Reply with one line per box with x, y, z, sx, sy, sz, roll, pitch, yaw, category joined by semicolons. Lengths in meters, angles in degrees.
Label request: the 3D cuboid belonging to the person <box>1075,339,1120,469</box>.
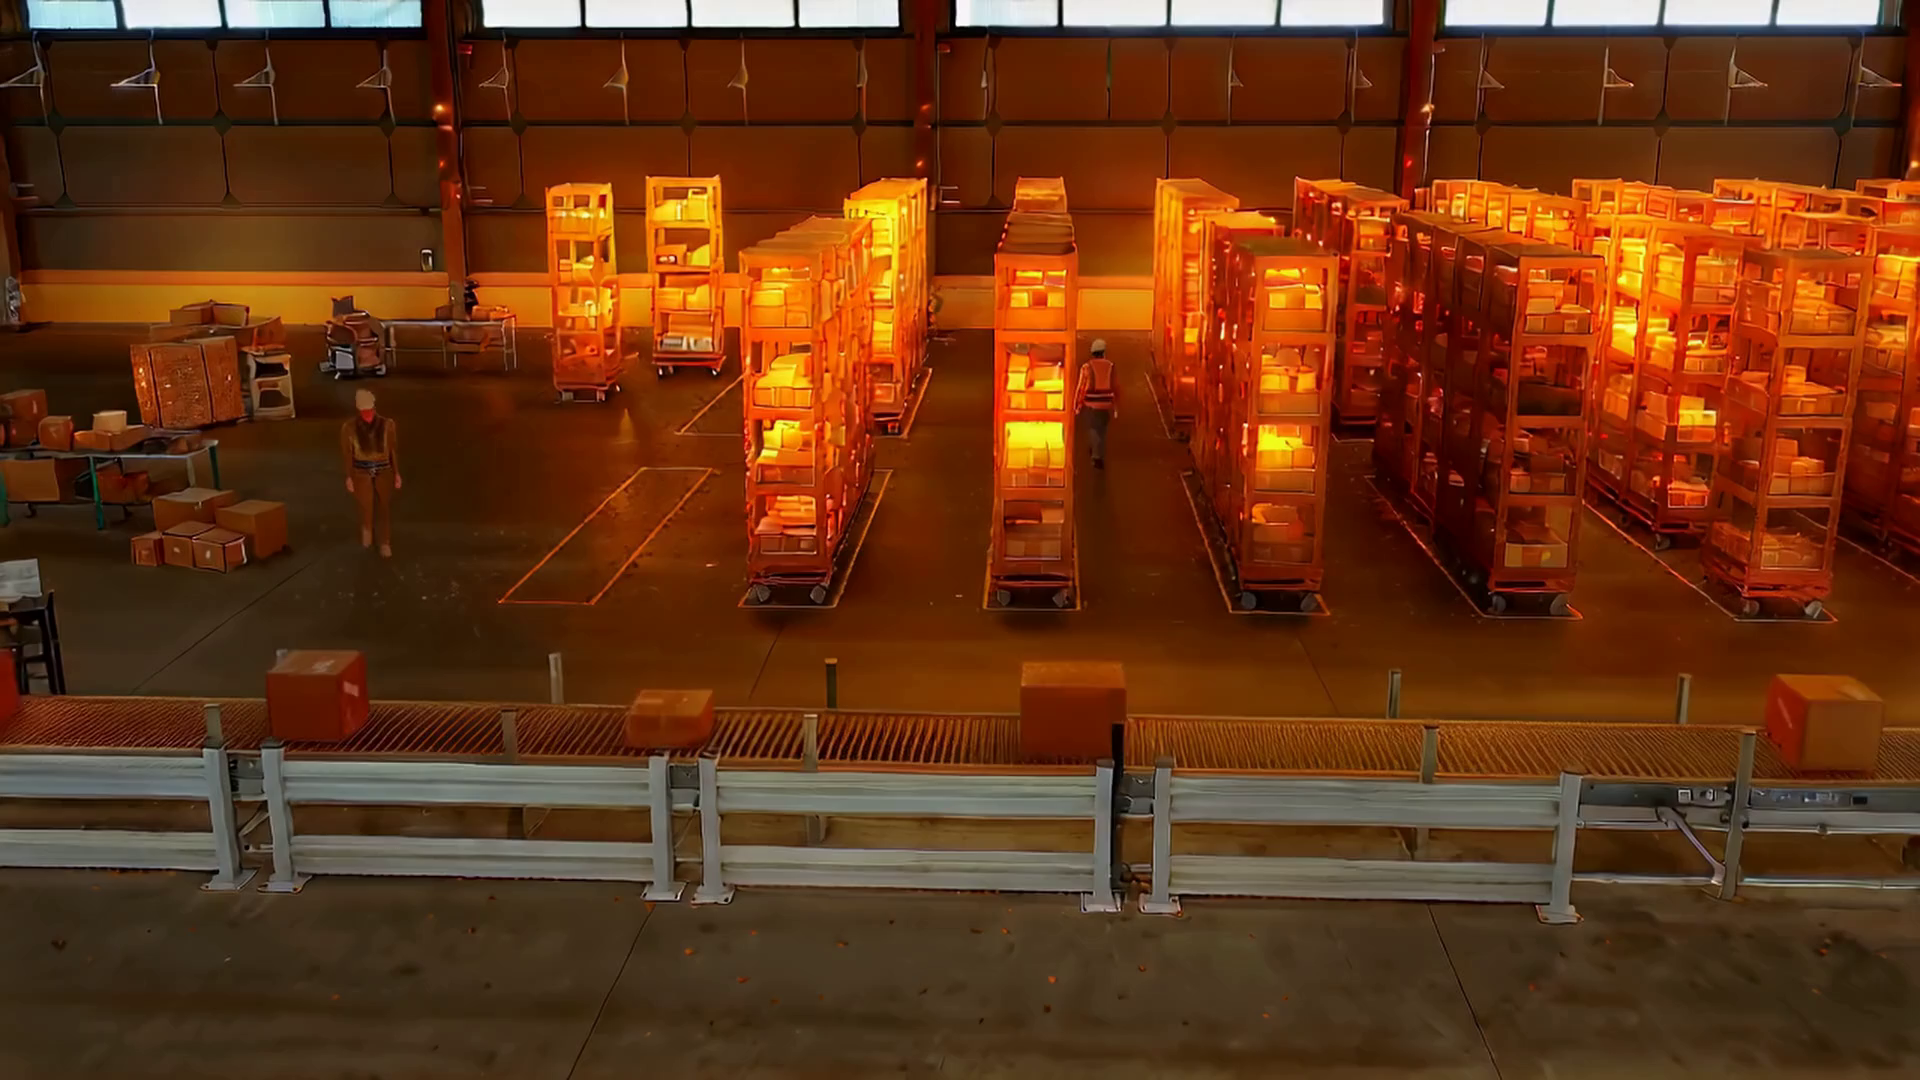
1.917;-1.913;23.277;0.603;1.779;0.944;-5;16;-19;person

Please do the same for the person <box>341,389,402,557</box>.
-6.600;-0.762;18.709;0.630;1.927;0.506;-7;17;-25;person
